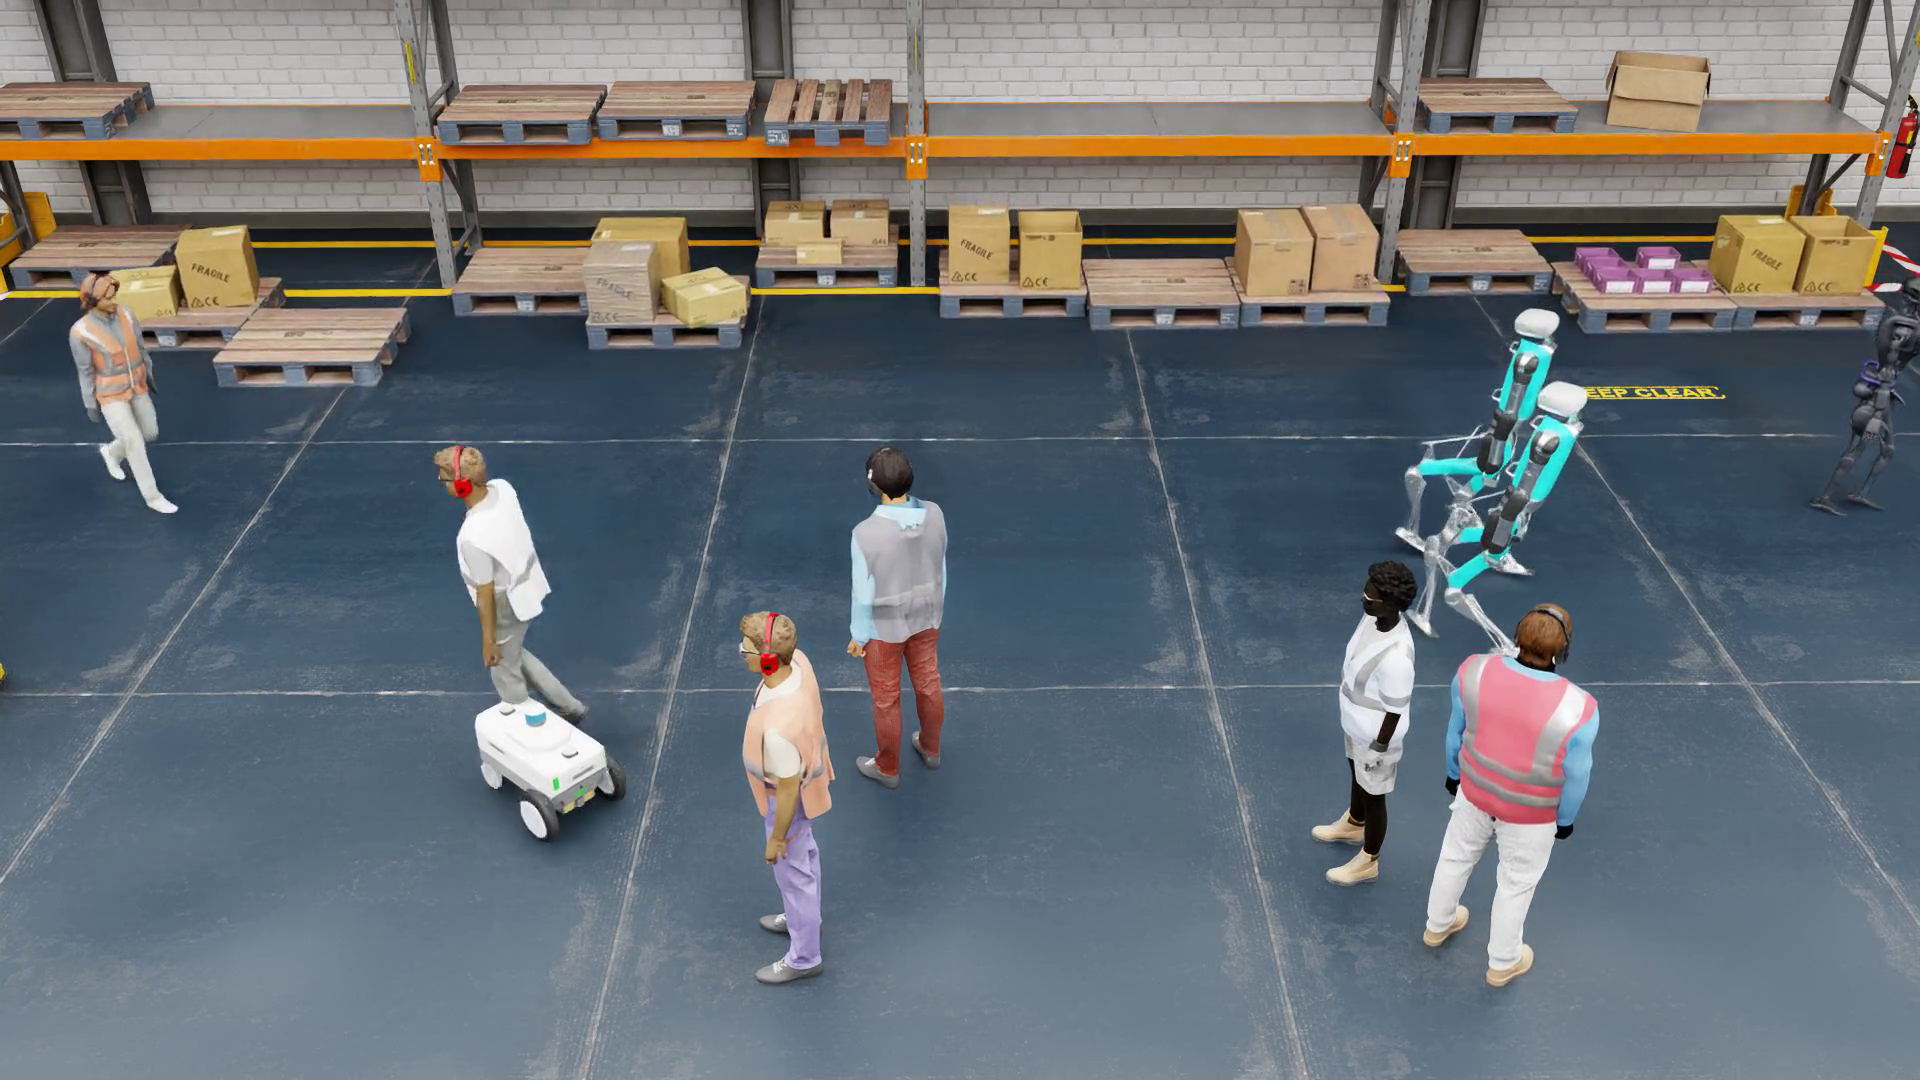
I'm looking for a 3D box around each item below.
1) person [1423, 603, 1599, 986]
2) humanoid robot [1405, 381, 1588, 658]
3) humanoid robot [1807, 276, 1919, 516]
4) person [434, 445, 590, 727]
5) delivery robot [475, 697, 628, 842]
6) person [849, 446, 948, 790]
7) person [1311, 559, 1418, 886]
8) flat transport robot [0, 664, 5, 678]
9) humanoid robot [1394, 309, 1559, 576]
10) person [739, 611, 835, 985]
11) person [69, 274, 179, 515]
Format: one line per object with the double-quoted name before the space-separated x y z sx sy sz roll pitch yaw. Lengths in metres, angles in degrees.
"person" 2.350 1.076 7.110 0.431 1.837 0.620 -27 40 -37
"humanoid robot" 2.847 -0.138 9.230 0.961 1.730 0.547 20 36 29
"humanoid robot" 5.837 -0.897 10.533 0.455 1.646 0.606 19 36 28
"person" -2.253 0.341 8.322 0.473 1.824 0.593 -1 31 -1
"delivery robot" -2.086 1.076 8.313 0.745 0.565 0.499 25 39 35
"person" -0.292 0.405 8.174 0.531 1.878 0.411 -19 36 -29
"person" 1.880 0.834 7.635 0.317 1.696 0.538 0 31 -1
"flat transport robot" -6.066 0.844 9.006 1.431 0.231 0.659 1 31 1
"humanoid robot" 3.061 -0.597 10.037 1.054 1.764 0.560 16 34 24
"person" -0.727 1.093 7.061 0.385 1.845 0.568 0 31 -1
"person" -5.440 -0.963 10.697 0.658 1.608 0.524 12 33 18
